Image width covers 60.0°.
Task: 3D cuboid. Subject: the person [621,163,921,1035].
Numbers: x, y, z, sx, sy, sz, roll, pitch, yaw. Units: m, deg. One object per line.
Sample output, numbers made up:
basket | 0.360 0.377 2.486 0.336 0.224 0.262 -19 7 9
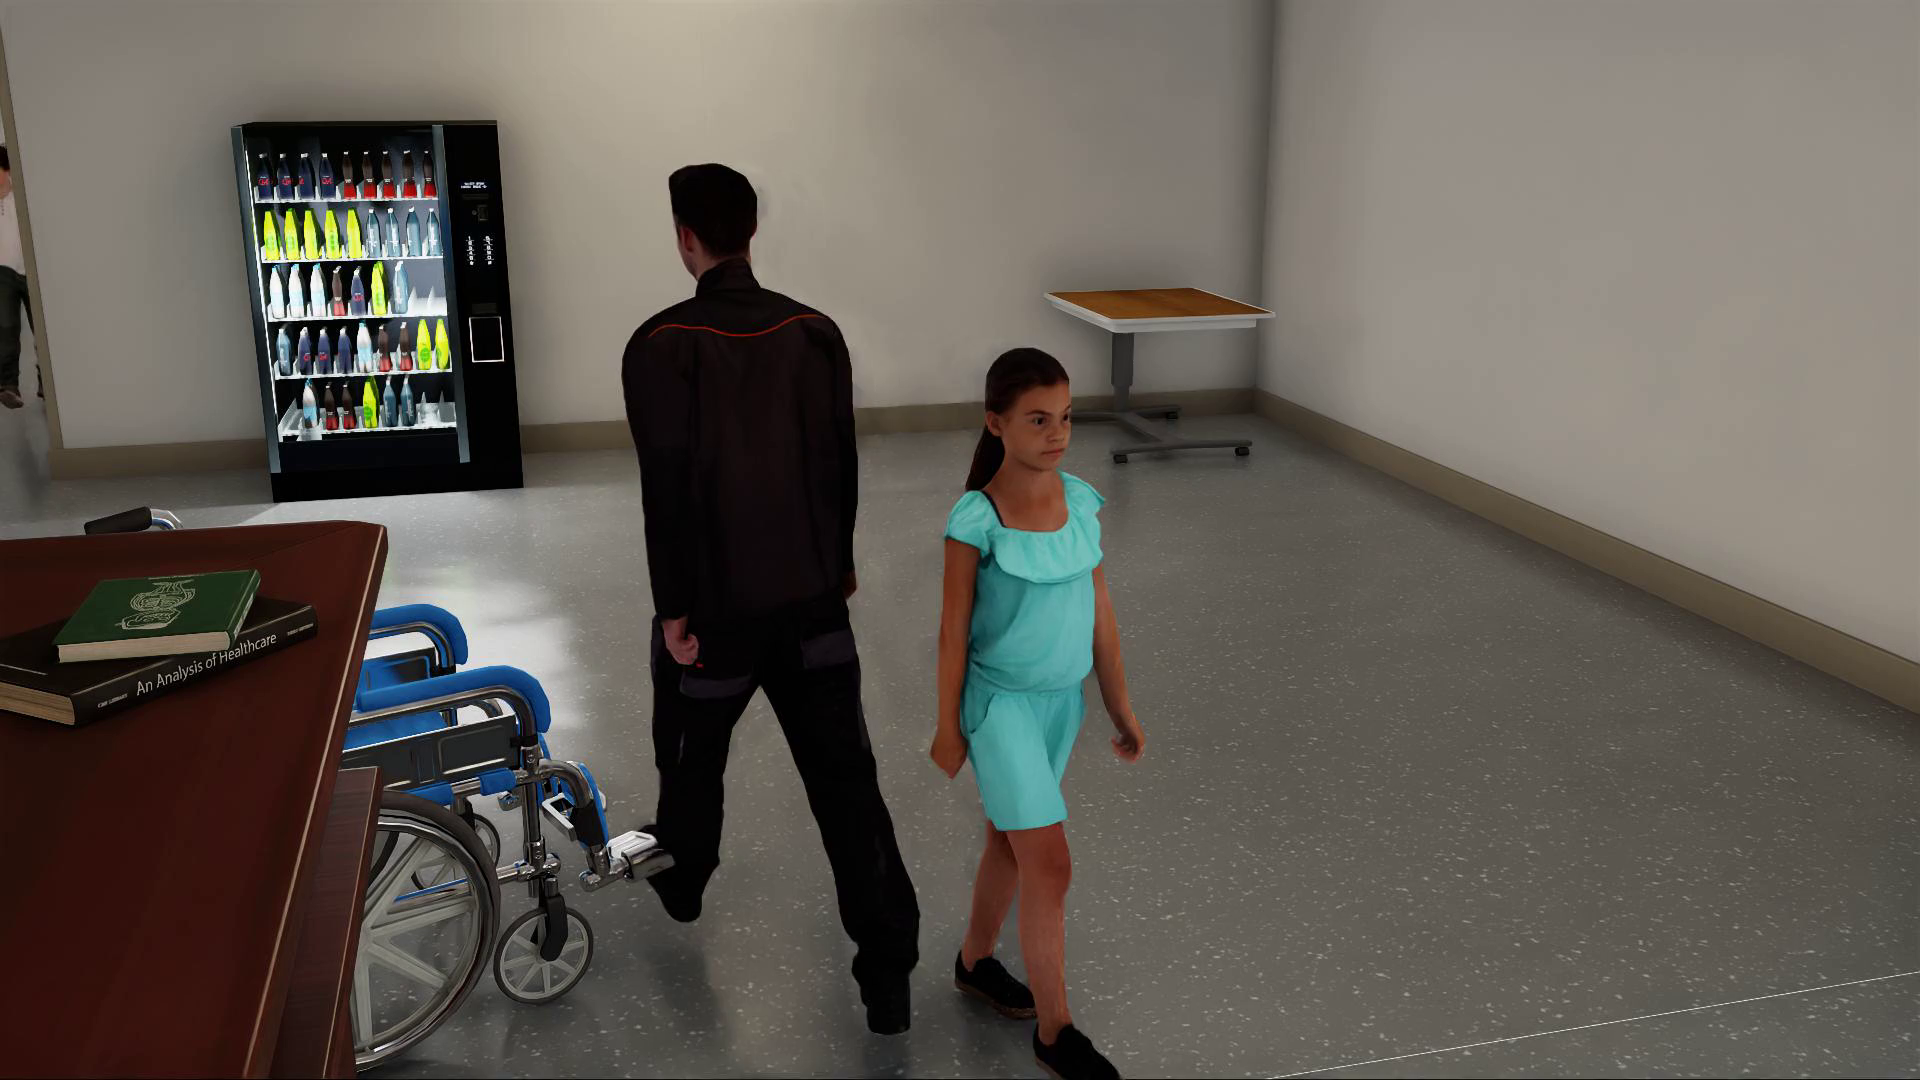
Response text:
person | -0.410 0.184 3.604 1.297 1.849 0.910 -7 17 -23

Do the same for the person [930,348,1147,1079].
person | 0.087 0.348 3.600 0.873 1.535 0.825 -13 21 -40

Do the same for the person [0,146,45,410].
person | -5.938 -1.651 10.567 1.059 1.603 0.633 -5 16 -16
